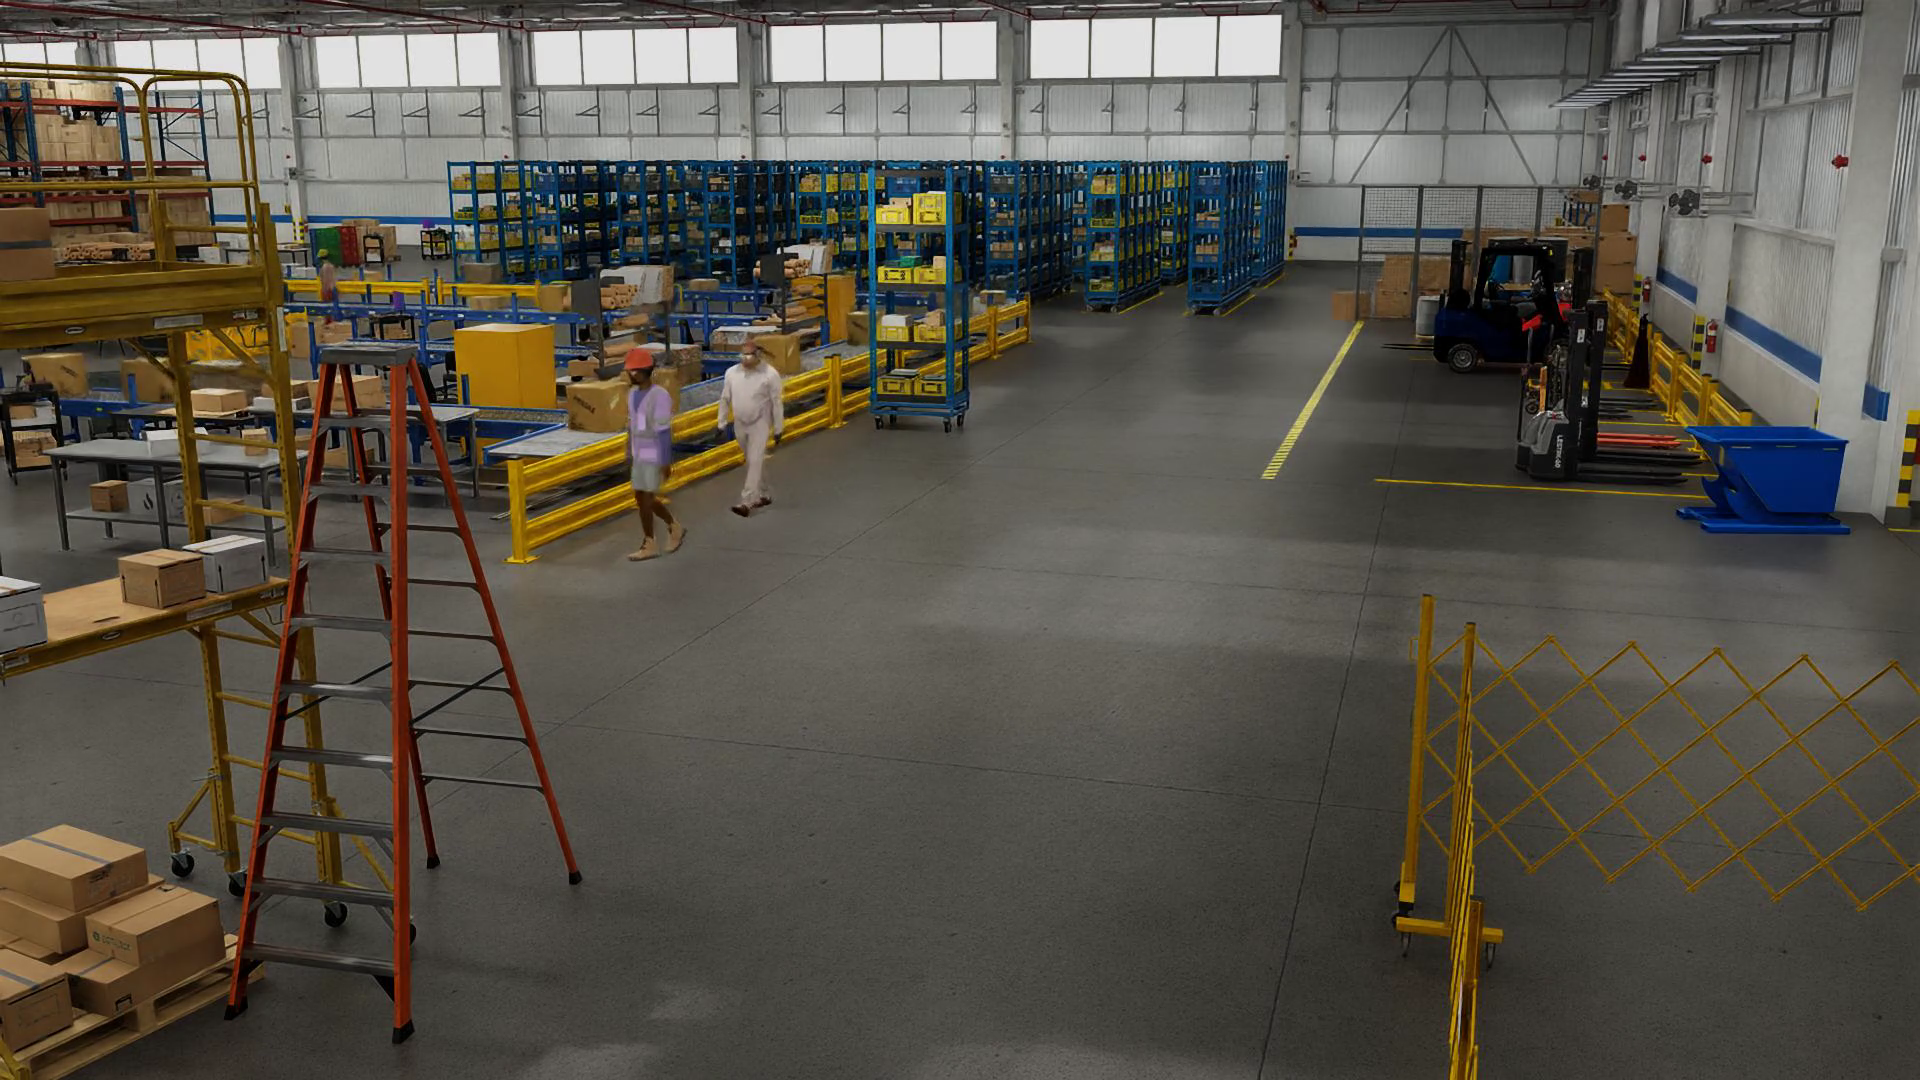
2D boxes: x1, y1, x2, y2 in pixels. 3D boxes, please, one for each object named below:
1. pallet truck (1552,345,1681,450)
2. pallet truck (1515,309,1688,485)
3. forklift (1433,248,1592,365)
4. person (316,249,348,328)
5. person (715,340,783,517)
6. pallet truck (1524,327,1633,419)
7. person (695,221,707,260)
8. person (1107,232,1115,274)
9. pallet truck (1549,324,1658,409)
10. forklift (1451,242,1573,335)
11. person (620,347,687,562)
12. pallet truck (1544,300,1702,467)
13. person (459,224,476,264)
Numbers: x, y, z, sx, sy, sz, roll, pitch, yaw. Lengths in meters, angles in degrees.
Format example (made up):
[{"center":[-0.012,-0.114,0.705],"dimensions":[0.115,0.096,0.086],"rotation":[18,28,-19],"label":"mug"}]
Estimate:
[{"center":[8.641,-1.896,21.908],"dimensions":[1.630,1.274,0.653],"rotation":[4,14,16],"label":"pallet truck"},{"center":[7.554,-1.677,19.446],"dimensions":[1.885,1.965,0.823],"rotation":[3,13,14],"label":"pallet truck"},{"center":[9.780,-4.111,29.280],"dimensions":[2.680,1.987,1.157],"rotation":[3,13,14],"label":"forklift"},{"center":[-13.845,-5.527,36.596],"dimensions":[0.530,1.750,0.537],"rotation":[1,13,6],"label":"person"},{"center":[-2.244,-1.190,17.663],"dimensions":[0.638,1.852,1.007],"rotation":[6,14,23],"label":"person"},{"center":[9.065,-2.460,24.370],"dimensions":[1.522,1.261,0.704],"rotation":[3,13,14],"label":"pallet truck"},{"center":[-7.791,-8.877,50.987],"dimensions":[0.905,1.784,0.627],"rotation":[2,13,10],"label":"person"},{"center":[4.362,-8.243,48.144],"dimensions":[0.393,1.842,0.564],"rotation":[5,14,19],"label":"person"},{"center":[9.824,-2.669,25.407],"dimensions":[1.601,1.201,0.680],"rotation":[4,14,16],"label":"pallet truck"},{"center":[10.464,-4.597,31.405],"dimensions":[2.680,1.987,1.157],"rotation":[4,14,16],"label":"forklift"},{"center":[-2.906,-0.794,15.569],"dimensions":[0.490,2.023,0.628],"rotation":[-13,18,-43],"label":"person"},{"center":[8.263,-1.952,20.631],"dimensions":[1.885,1.965,0.823],"rotation":[5,14,20],"label":"pallet truck"},{"center":[-14.852,-8.790,50.370],"dimensions":[0.677,1.906,0.881],"rotation":[-5,14,-20],"label":"person"}]
